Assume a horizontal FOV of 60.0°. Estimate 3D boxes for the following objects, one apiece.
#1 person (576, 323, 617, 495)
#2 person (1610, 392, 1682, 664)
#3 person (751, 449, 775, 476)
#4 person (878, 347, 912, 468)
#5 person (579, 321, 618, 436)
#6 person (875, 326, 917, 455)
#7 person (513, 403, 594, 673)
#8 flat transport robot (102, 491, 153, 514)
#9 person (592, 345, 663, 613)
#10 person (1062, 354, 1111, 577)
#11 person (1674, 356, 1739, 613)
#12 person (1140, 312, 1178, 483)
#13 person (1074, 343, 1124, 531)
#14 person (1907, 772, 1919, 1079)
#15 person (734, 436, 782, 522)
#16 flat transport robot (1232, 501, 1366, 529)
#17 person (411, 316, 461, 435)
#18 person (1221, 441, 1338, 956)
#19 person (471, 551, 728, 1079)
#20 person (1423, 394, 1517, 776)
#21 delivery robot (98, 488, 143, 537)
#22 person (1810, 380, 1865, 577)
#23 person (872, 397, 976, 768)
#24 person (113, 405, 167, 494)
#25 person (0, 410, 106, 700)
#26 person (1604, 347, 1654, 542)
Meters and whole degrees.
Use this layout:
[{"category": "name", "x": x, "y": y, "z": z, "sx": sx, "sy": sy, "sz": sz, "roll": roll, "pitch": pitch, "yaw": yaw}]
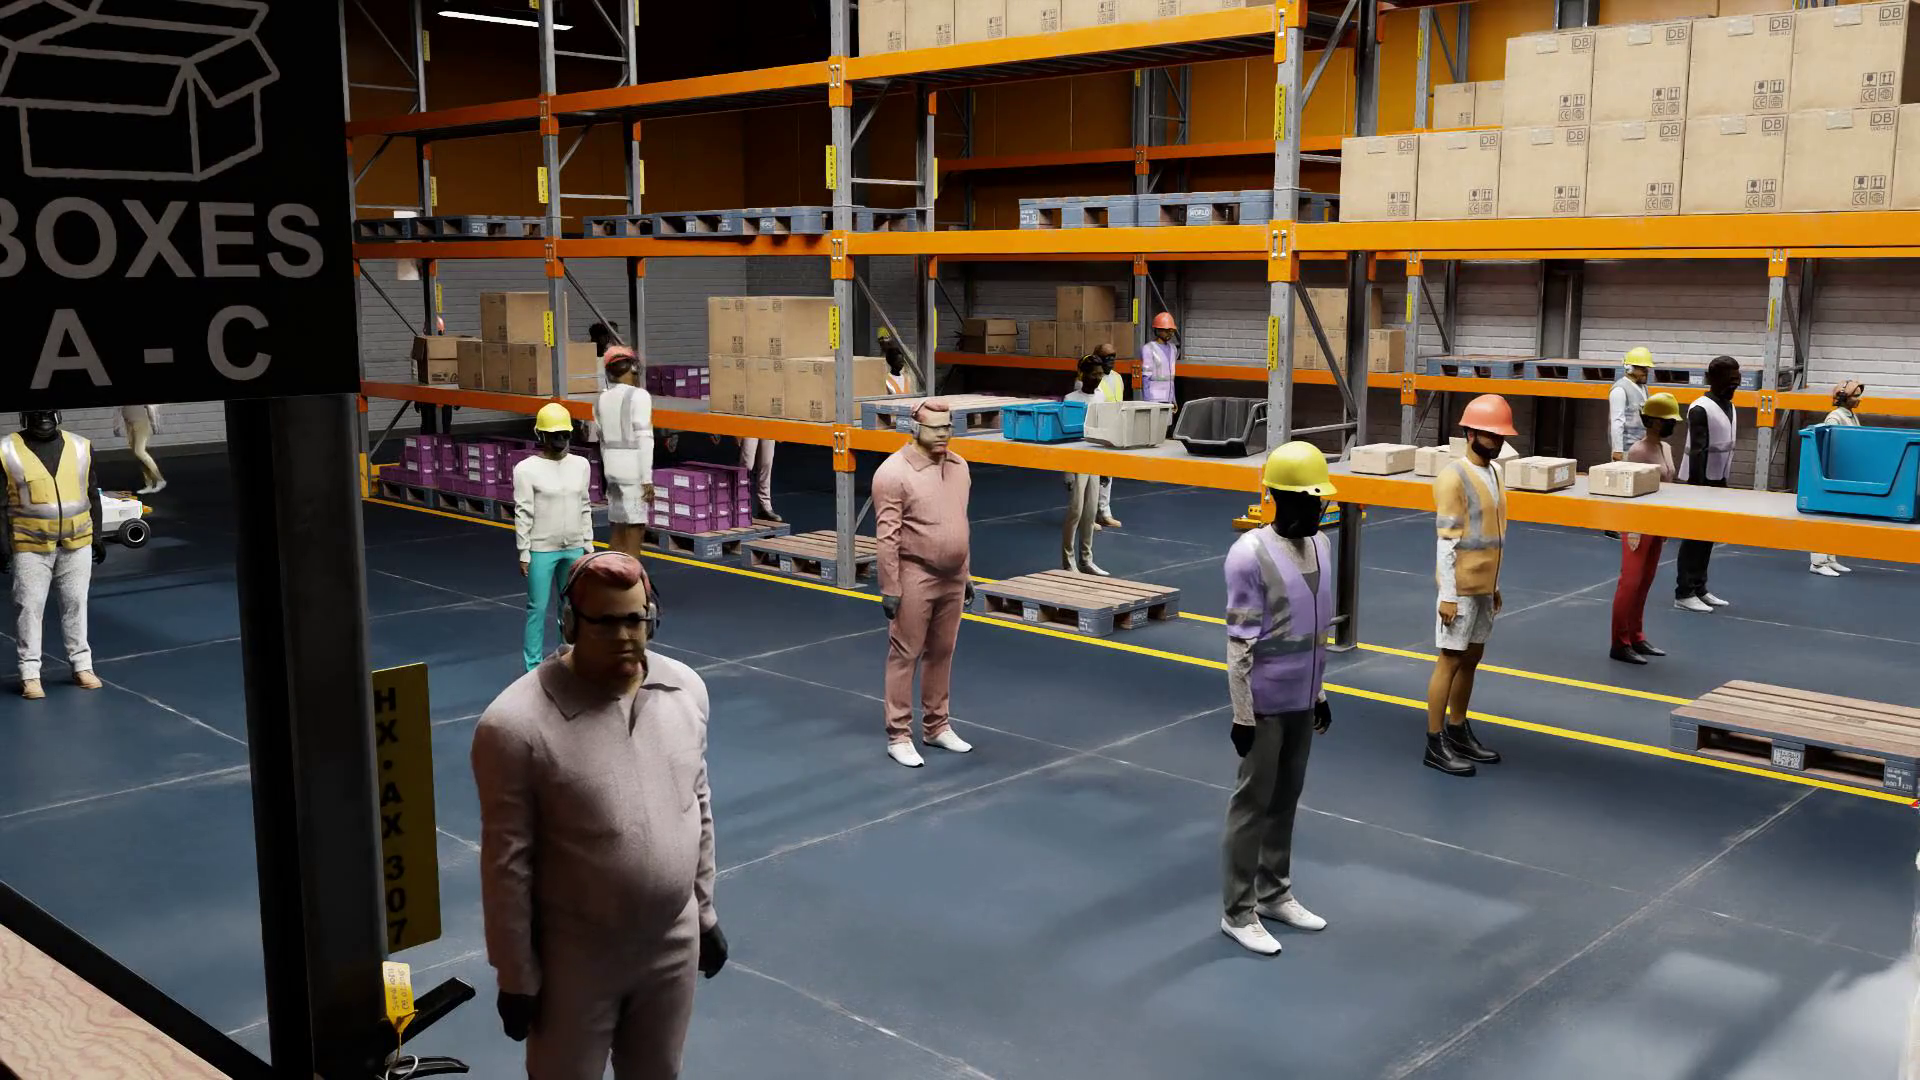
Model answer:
[{"category": "person", "x": -4.009, "y": -1.428, "z": 18.497, "sx": 0.364, "sy": 1.962, "sz": 0.612, "roll": 9, "pitch": 13, "yaw": 43}, {"category": "person", "x": 4.503, "y": -0.082, "z": 10.858, "sx": 0.327, "sy": 1.765, "sz": 0.531, "roll": 9, "pitch": 13, "yaw": 43}, {"category": "person", "x": -2.508, "y": -1.763, "z": 20.643, "sx": 0.374, "sy": 1.933, "sz": 0.550, "roll": 9, "pitch": 13, "yaw": 43}, {"category": "person", "x": -0.723, "y": -1.303, "z": 18.552, "sx": 0.318, "sy": 1.695, "sz": 0.539, "roll": 9, "pitch": 13, "yaw": 43}, {"category": "person", "x": -5.429, "y": -2.400, "z": 25.042, "sx": 0.824, "sy": 1.799, "sz": 0.532, "roll": 4, "pitch": 10, "yaw": 25}, {"category": "person", "x": -0.845, "y": -2.001, "z": 22.605, "sx": 0.718, "sy": 1.787, "sz": 0.407, "roll": 9, "pitch": 13, "yaw": 43}, {"category": "person", "x": -2.415, "y": 0.059, "z": 9.994, "sx": 0.328, "sy": 1.767, "sz": 0.531, "roll": 9, "pitch": 13, "yaw": 43}, {"category": "flat transport robot", "x": -9.076, "y": -0.321, "z": 16.894, "sx": 0.652, "sy": 0.197, "sz": 1.431, "roll": 9, "pitch": 13, "yaw": 43}, {"category": "person", "x": -2.443, "y": -0.449, "z": 12.471, "sx": 0.773, "sy": 1.996, "sz": 0.395, "roll": 9, "pitch": 13, "yaw": 43}, {"category": "person", "x": 1.047, "y": -0.598, "z": 13.720, "sx": 0.313, "sy": 1.865, "sz": 0.528, "roll": 9, "pitch": 13, "yaw": 43}, {"category": "person", "x": 5.613, "y": -0.426, "z": 12.502, "sx": 0.373, "sy": 1.915, "sz": 0.594, "roll": 9, "pitch": 13, "yaw": 43}, {"category": "person", "x": 2.419, "y": -1.702, "z": 19.942, "sx": 0.393, "sy": 2.041, "sz": 0.613, "roll": 9, "pitch": 13, "yaw": 43}, {"category": "person", "x": 1.396, "y": -1.014, "z": 16.348, "sx": 0.428, "sy": 1.840, "sz": 0.631, "roll": 9, "pitch": 13, "yaw": 43}, {"category": "person", "x": 2.971, "y": 0.989, "z": 4.788, "sx": 0.706, "sy": 1.585, "sz": 0.530, "roll": -5, "pitch": 11, "yaw": -28}, {"category": "person", "x": -2.019, "y": -1.148, "z": 16.695, "sx": 0.395, "sy": 1.990, "sz": 0.619, "roll": 9, "pitch": 13, "yaw": 43}, {"category": "flat transport robot", "x": 3.385, "y": -0.262, "z": 16.528, "sx": 0.652, "sy": 0.197, "sz": 1.431, "roll": 9, "pitch": 13, "yaw": 43}, {"category": "person", "x": -6.455, "y": -1.773, "z": 20.523, "sx": 0.396, "sy": 1.992, "sz": 0.619, "roll": 9, "pitch": 13, "yaw": 43}, {"category": "person", "x": 1.229, "y": 0.582, "z": 6.290, "sx": 0.384, "sy": 1.925, "sz": 0.593, "roll": 9, "pitch": 13, "yaw": 43}, {"category": "person", "x": -0.825, "y": 0.965, "z": 4.015, "sx": 0.401, "sy": 1.904, "sz": 0.649, "roll": 9, "pitch": 13, "yaw": 43}, {"category": "person", "x": 2.621, "y": 0.223, "z": 8.468, "sx": 0.374, "sy": 1.933, "sz": 0.550, "roll": 9, "pitch": 13, "yaw": 43}, {"category": "delivery robot", "x": -7.874, "y": -0.229, "z": 15.175, "sx": 0.477, "sy": 0.478, "sz": 0.707, "roll": 9, "pitch": 13, "yaw": 43}, {"category": "person", "x": 7.351, "y": -0.519, "z": 13.923, "sx": 0.309, "sy": 1.639, "sz": 0.521, "roll": 9, "pitch": 13, "yaw": 43}, {"category": "person", "x": -0.150, "y": 0.209, "z": 8.648, "sx": 0.401, "sy": 1.904, "sz": 0.649, "roll": 9, "pitch": 13, "yaw": 43}, {"category": "person", "x": -9.364, "y": -1.309, "z": 18.879, "sx": 0.518, "sy": 1.596, "sz": 0.416, "roll": 5, "pitch": 11, "yaw": 28}, {"category": "person", "x": -5.464, "y": 0.021, "z": 9.996, "sx": 0.428, "sy": 1.842, "sz": 0.631, "roll": 9, "pitch": 13, "yaw": 43}, {"category": "person", "x": 6.328, "y": -0.903, "z": 15.693, "sx": 0.402, "sy": 1.828, "sz": 0.598, "roll": 9, "pitch": 13, "yaw": 43}]
